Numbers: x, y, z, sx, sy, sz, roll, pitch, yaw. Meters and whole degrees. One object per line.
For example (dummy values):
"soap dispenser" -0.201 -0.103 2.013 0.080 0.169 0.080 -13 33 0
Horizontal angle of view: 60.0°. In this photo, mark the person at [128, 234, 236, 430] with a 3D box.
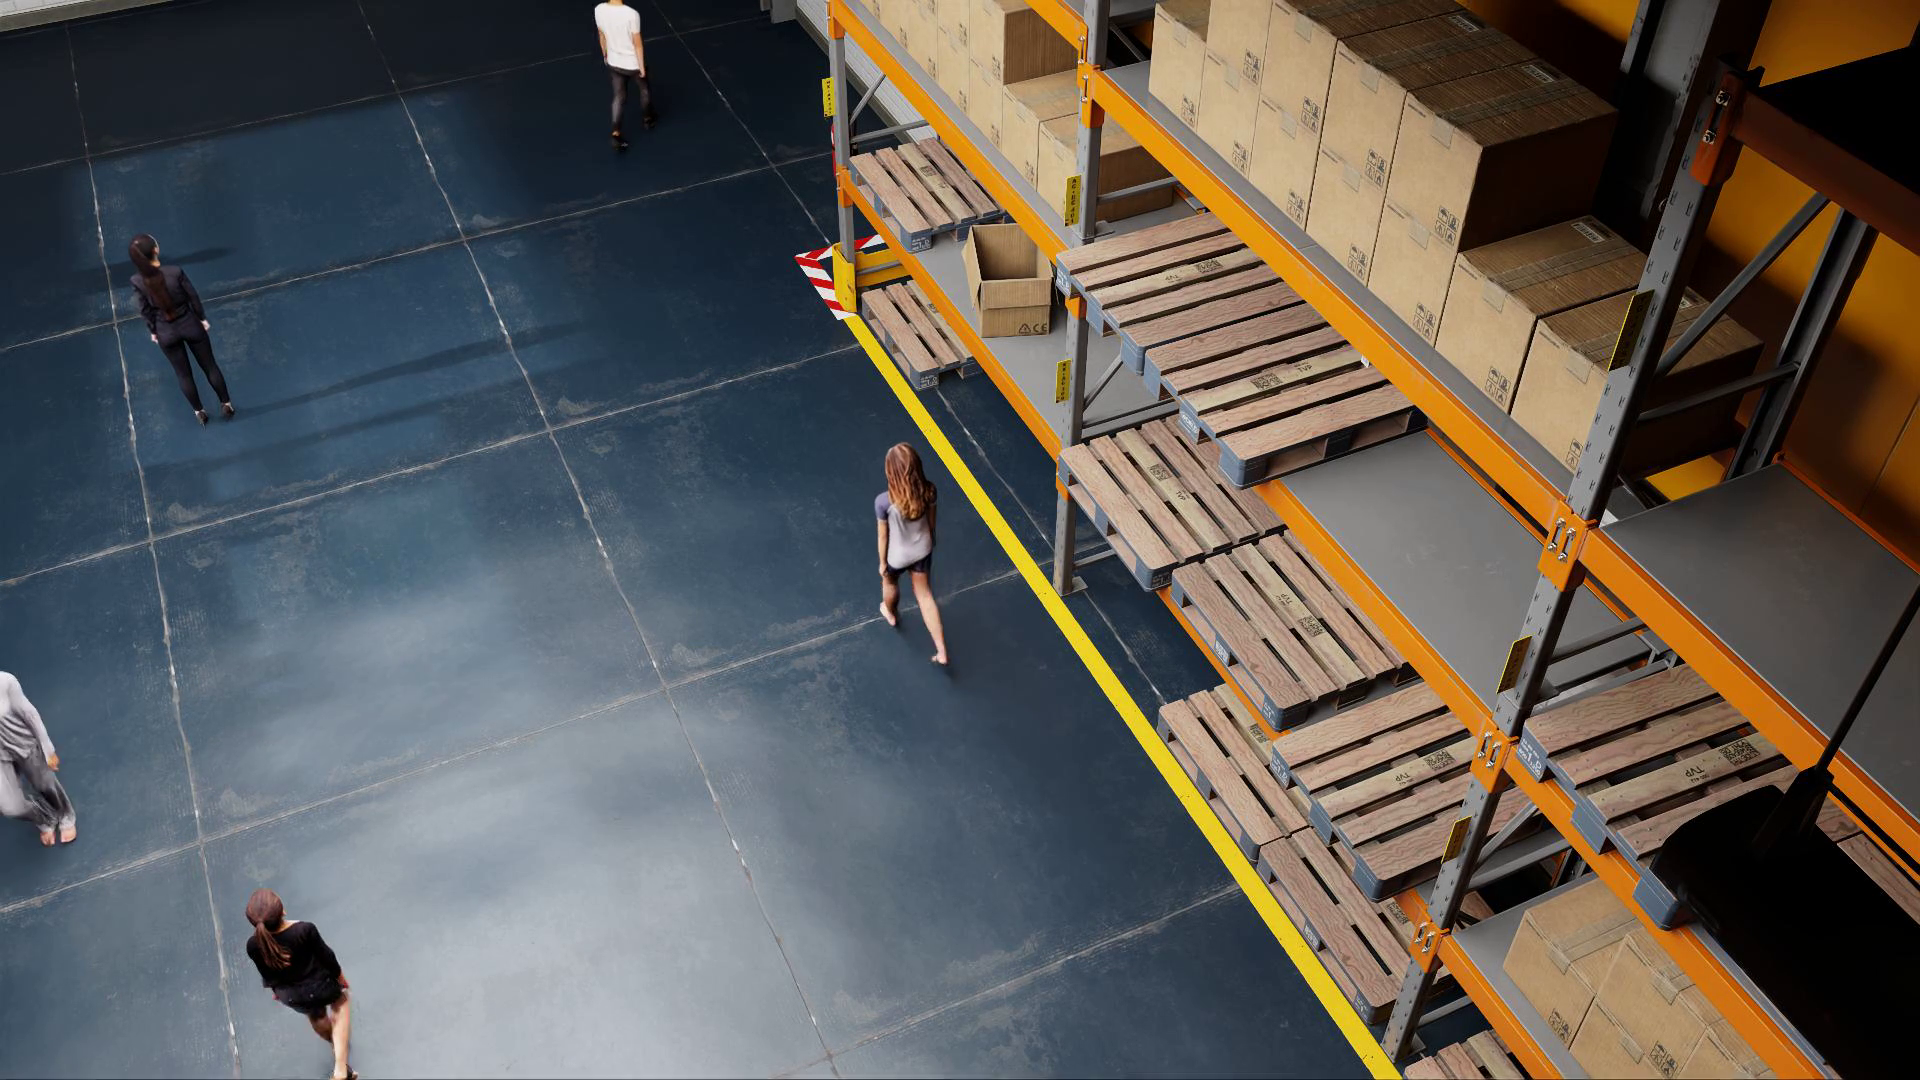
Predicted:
"person" -5.966 -1.596 12.729 0.577 1.712 0.471 -16 46 -16

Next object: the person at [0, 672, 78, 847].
"person" -5.600 1.148 9.815 0.637 1.757 0.637 -16 46 -16

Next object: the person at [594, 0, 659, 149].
"person" -3.230 -4.534 15.829 1.056 1.689 1.149 11 45 12

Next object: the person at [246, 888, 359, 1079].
"person" -3.420 2.361 8.693 0.615 1.550 0.800 -11 45 -11

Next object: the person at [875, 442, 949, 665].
"person" -0.306 0.131 10.924 0.620 1.700 1.050 -18 47 -18
